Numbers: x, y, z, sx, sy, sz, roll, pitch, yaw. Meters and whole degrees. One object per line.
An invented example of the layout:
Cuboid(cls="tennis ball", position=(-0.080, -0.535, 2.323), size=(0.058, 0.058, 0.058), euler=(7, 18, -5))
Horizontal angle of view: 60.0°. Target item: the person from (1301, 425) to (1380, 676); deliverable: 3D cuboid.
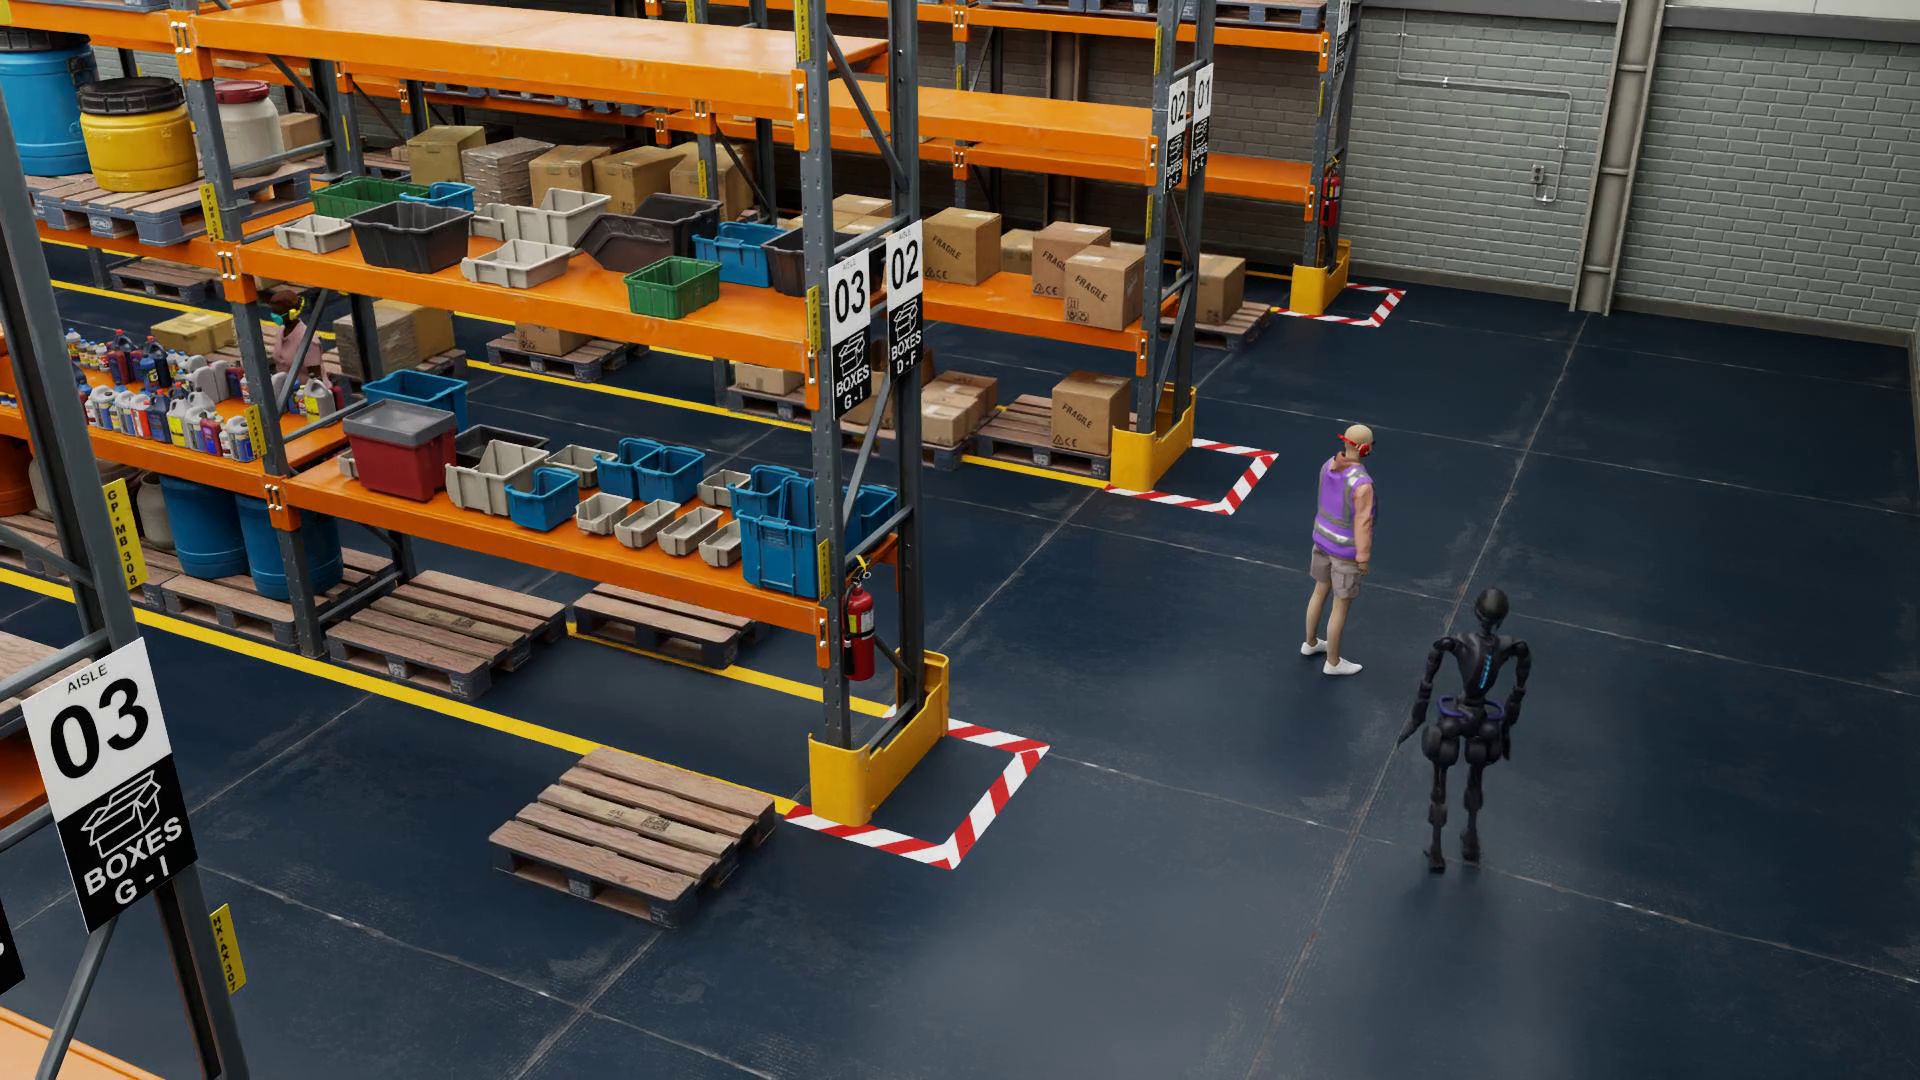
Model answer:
Cuboid(cls="person", position=(2.423, 0.056, 10.592), size=(0.348, 1.688, 0.492), euler=(-11, 28, -20))

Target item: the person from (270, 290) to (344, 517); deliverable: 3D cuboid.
Cuboid(cls="person", position=(-4.982, -1.051, 12.719), size=(0.511, 1.794, 0.336), euler=(20, 33, 35))

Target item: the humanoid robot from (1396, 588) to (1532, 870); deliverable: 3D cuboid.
Cuboid(cls="humanoid robot", position=(2.621, 0.969, 8.761), size=(0.616, 1.650, 0.411), euler=(1, 26, 2))
